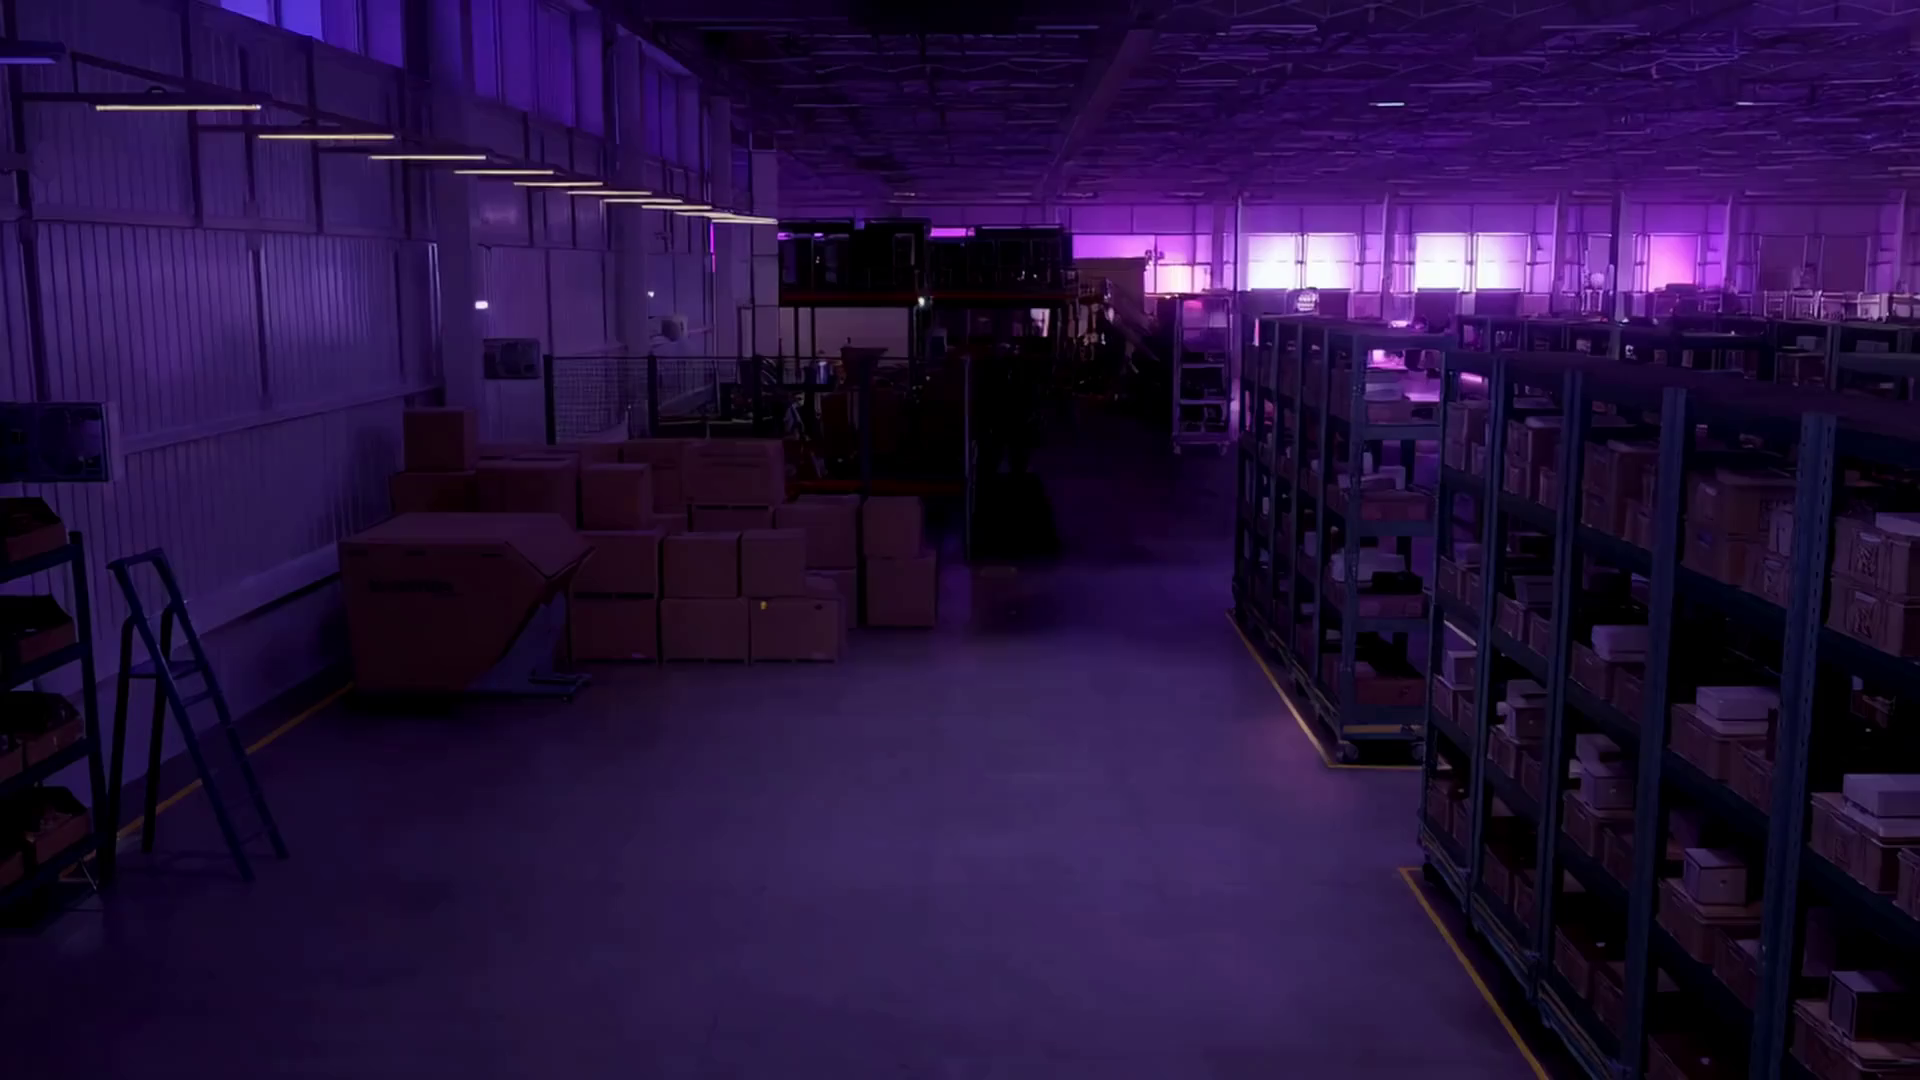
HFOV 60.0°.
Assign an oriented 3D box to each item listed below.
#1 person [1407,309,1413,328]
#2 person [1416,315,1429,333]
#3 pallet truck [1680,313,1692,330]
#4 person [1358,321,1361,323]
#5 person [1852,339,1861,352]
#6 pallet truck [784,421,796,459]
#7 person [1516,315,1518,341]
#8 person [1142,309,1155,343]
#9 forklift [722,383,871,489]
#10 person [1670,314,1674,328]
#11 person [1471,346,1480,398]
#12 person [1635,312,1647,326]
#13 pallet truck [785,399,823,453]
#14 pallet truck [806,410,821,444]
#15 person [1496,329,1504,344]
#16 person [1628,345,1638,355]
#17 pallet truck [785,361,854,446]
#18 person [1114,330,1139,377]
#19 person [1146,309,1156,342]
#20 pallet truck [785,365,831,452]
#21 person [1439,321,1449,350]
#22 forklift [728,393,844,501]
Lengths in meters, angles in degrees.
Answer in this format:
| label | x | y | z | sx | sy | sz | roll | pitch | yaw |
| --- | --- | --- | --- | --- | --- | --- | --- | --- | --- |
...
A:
| label | x | y | z | sx | sy | sz | roll | pitch | yaw |
| --- | --- | --- | --- | --- | --- | --- | --- | --- | --- |
| person | 25.639 | -12.207 | 94.828 | 0.395 | 1.920 | 0.584 | 6 | 11 | 34 |
| person | 22.494 | -9.962 | 80.949 | 0.594 | 1.924 | 0.383 | 3 | 10 | 20 |
| pallet truck | 36.315 | -10.531 | 84.244 | 0.823 | 1.965 | 1.885 | -6 | 11 | -33 |
| person | 18.314 | -9.194 | 76.575 | 0.922 | 1.796 | 0.638 | -8 | 12 | -40 |
| person | 32.289 | -6.560 | 60.081 | 0.985 | 1.896 | 0.544 | -4 | 10 | -22 |
| pallet truck | -4.013 | -1.793 | 32.705 | 1.601 | 1.201 | 0.680 | 0 | 9 | 1 |
| person | 27.653 | -10.133 | 81.998 | 0.589 | 1.928 | 0.656 | 2 | 9 | 10 |
| person | 10.733 | -12.209 | 94.792 | 1.054 | 1.929 | 0.624 | -7 | 12 | -37 |
| forklift | -2.893 | -1.687 | 28.729 | 2.680 | 1.987 | 1.157 | 0 | 9 | -1 |
| person | 38.709 | -11.392 | 90.291 | 0.327 | 1.760 | 0.524 | 5 | 10 | 28 |
| person | 16.179 | -5.228 | 52.294 | 0.369 | 1.750 | 0.542 | -6 | 11 | -32 |
| person | 34.571 | -10.583 | 84.619 | 0.492 | 1.974 | 0.635 | -7 | 11 | -35 |
| pallet truck | -3.814 | -2.432 | 36.419 | 1.630 | 1.274 | 0.653 | 0 | 9 | 1 |
| pallet truck | -3.559 | -2.018 | 33.905 | 1.522 | 1.261 | 0.704 | 0 | 9 | -1 |
| person | 24.259 | -8.931 | 74.941 | 0.513 | 1.827 | 0.989 | 6 | 11 | 34 |
| person | 24.255 | -6.528 | 59.412 | 0.690 | 2.000 | 0.535 | 8 | 12 | 40 |
| pallet truck | -3.410 | -3.193 | 38.978 | 1.885 | 1.965 | 0.823 | 0 | 9 | -1 |
| person | 6.484 | -7.176 | 64.060 | 0.976 | 1.838 | 0.593 | 2 | 9 | 11 |
| person | 11.075 | -12.383 | 95.974 | 0.941 | 1.894 | 0.555 | -7 | 11 | -36 |
| pallet truck | -3.774 | -2.976 | 37.635 | 1.885 | 1.965 | 0.823 | 1 | 9 | 5 |
| person | 21.747 | -8.933 | 74.862 | 0.429 | 1.841 | 0.633 | -2 | 9 | -9 |
| forklift | -2.979 | -1.316 | 26.476 | 2.680 | 1.987 | 1.157 | 0 | 9 | 1 |
